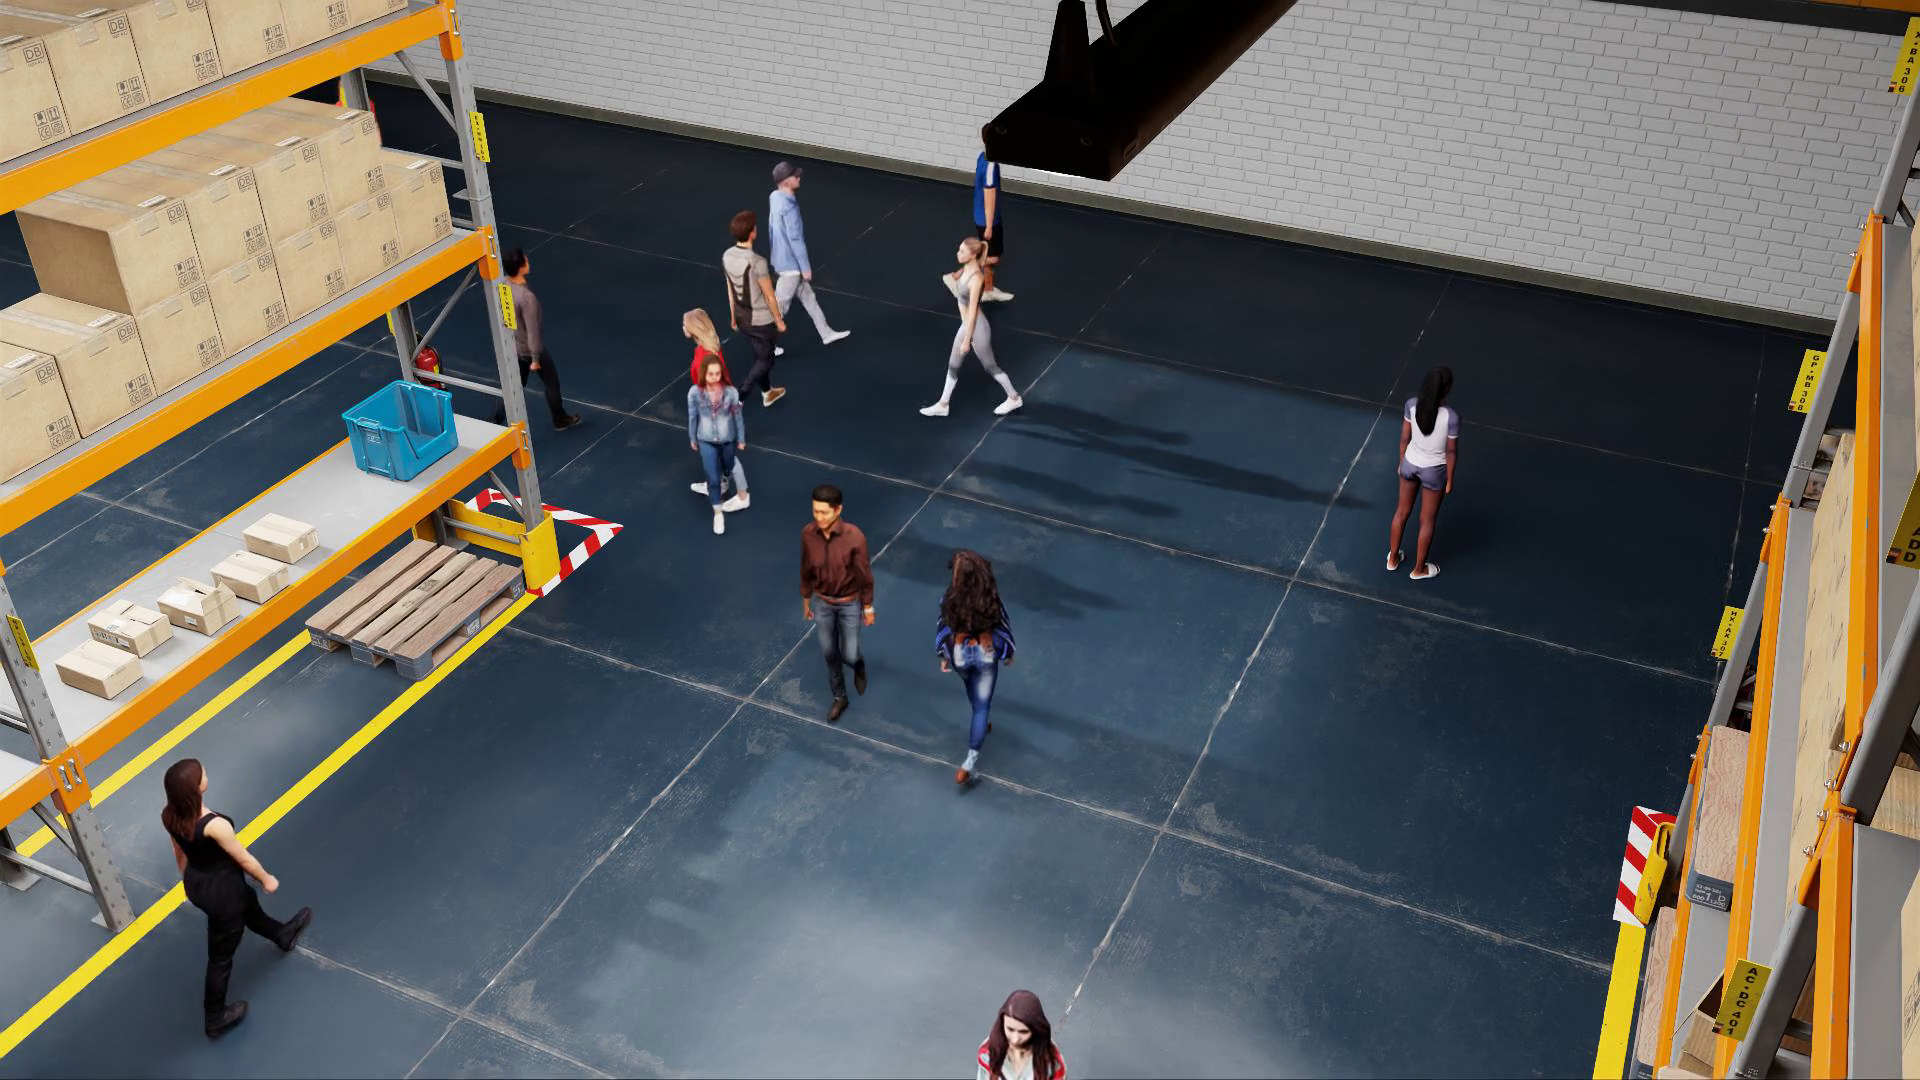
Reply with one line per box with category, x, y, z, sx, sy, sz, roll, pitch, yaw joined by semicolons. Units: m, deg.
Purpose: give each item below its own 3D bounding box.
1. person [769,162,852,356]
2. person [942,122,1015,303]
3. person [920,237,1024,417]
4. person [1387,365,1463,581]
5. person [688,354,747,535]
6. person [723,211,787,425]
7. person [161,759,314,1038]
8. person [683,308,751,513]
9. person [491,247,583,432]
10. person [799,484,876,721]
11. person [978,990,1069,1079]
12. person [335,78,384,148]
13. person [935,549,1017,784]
person;-1.631;-2.494;15.124;1.208;1.836;1.187;-9;35;-14
person;0.183;-3.133;16.074;0.978;1.848;1.009;-2;34;-3
person;0.215;-1.776;14.202;1.111;1.660;1.117;-8;35;-12
person;3.407;-0.503;12.224;0.674;1.730;0.664;27;42;35
person;-1.892;-0.823;12.962;0.892;1.446;1.041;-4;34;-6
person;-1.788;-1.843;14.120;0.847;1.863;1.162;24;40;31
person;-3.922;1.900;8.683;0.614;1.648;1.093;16;37;23
person;-1.860;-1.003;13.017;0.838;1.684;0.798;-2;34;-3
person;-3.690;-1.576;13.831;1.219;1.737;0.940;16;37;22
person;-0.771;0.369;10.882;0.718;1.763;0.763;9;35;13
person;0.307;2.626;7.646;0.762;1.585;1.078;6;34;9
person;-6.408;-4.158;17.770;0.726;1.677;0.782;-23;40;-30
person;0.077;0.796;10.396;0.836;1.590;1.118;7;34;11
